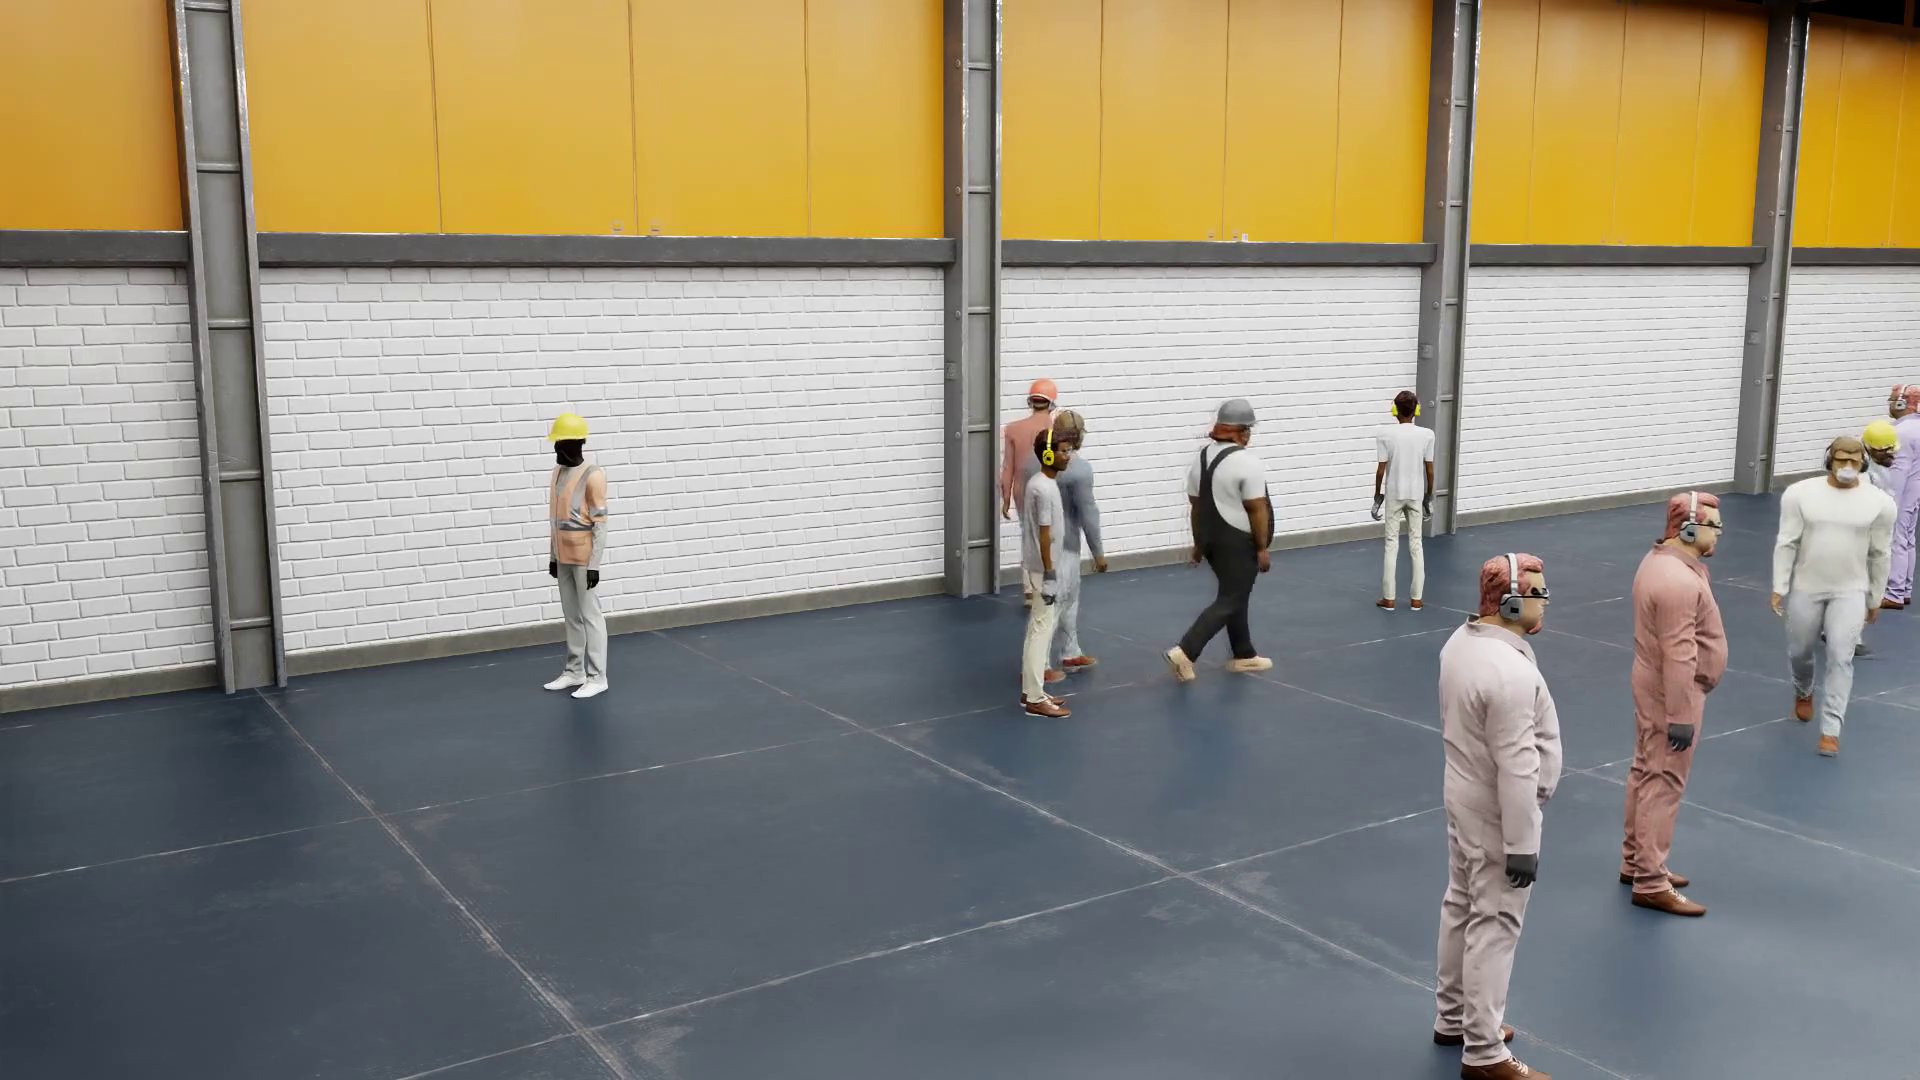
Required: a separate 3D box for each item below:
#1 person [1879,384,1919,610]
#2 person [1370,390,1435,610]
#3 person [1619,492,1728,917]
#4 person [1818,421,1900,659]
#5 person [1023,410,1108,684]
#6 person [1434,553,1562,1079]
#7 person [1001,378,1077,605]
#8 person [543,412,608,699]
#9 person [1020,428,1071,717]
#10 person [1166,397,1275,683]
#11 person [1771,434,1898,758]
[{"bbox_3d":[7.951,-0.367,14.125,0.403,1.906,0.651,9,13,42],"label":"person"},{"bbox_3d":[3.734,-0.331,14.037,0.520,1.865,0.328,1,9,4],"label":"person"},{"bbox_3d":[3.256,0.723,7.559,0.403,1.904,0.652,2,10,14],"label":"person"},{"bbox_3d":[6.695,-0.014,12.390,0.504,1.786,0.660,7,12,37],"label":"person"},{"bbox_3d":[0.790,0.051,11.603,0.833,1.906,0.637,-5,11,-27],"label":"person"},{"bbox_3d":[1.938,0.986,5.967,0.409,1.906,0.651,0,9,-1],"label":"person"},{"bbox_3d":[0.700,-0.372,13.947,0.647,1.968,0.681,3,10,16],"label":"person"},{"bbox_3d":[-2.597,0.099,11.242,0.587,1.930,0.360,9,13,44],"label":"person"},{"bbox_3d":[0.559,0.205,10.787,0.315,1.869,0.526,0,9,-2],"label":"person"},{"bbox_3d":[1.838,-0.019,11.623,0.934,2.000,0.681,-4,10,-22],"label":"person"},{"bbox_3d":[5.293,0.296,10.111,0.636,1.916,0.862,5,11,30],"label":"person"}]
